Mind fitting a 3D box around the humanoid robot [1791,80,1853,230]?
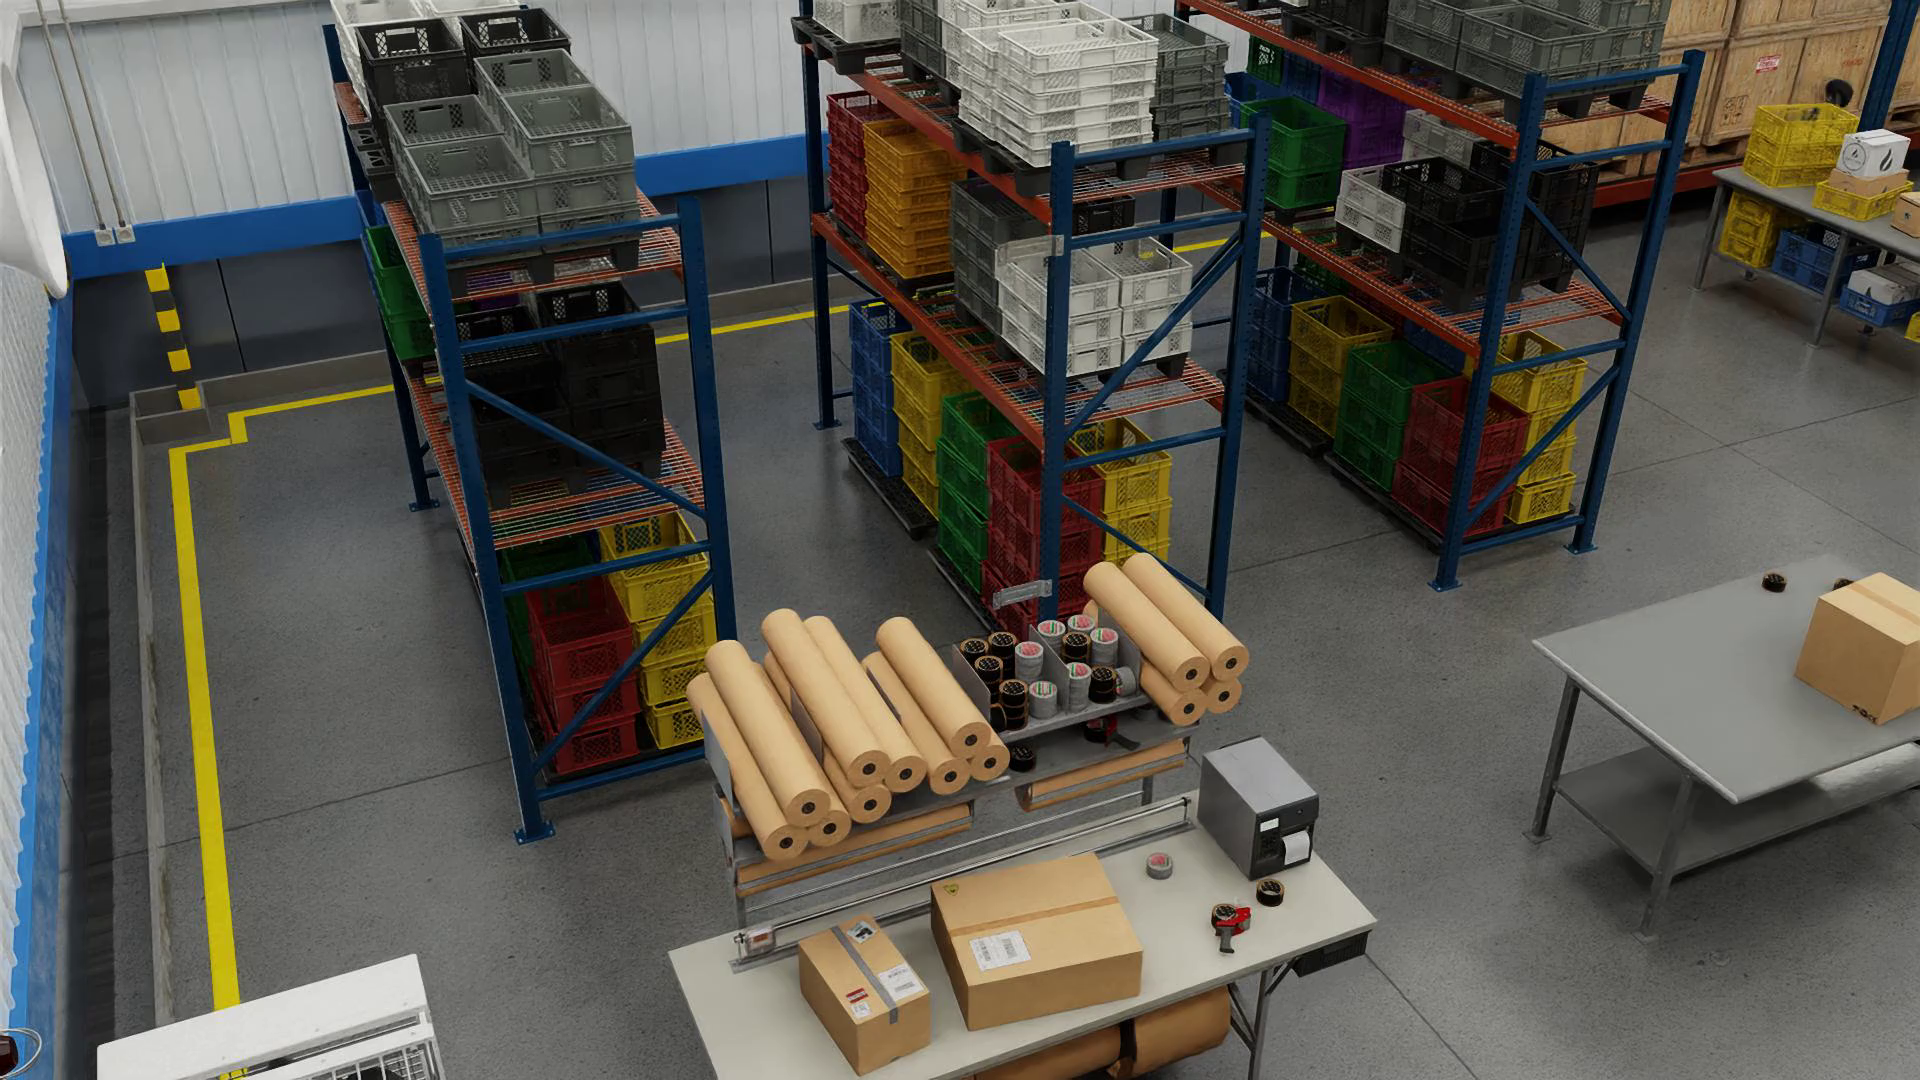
[{"bbox_3d":[6.845,-2.959,13.481,0.784,1.622,0.681,10,33,16],"label":"humanoid robot"}]
